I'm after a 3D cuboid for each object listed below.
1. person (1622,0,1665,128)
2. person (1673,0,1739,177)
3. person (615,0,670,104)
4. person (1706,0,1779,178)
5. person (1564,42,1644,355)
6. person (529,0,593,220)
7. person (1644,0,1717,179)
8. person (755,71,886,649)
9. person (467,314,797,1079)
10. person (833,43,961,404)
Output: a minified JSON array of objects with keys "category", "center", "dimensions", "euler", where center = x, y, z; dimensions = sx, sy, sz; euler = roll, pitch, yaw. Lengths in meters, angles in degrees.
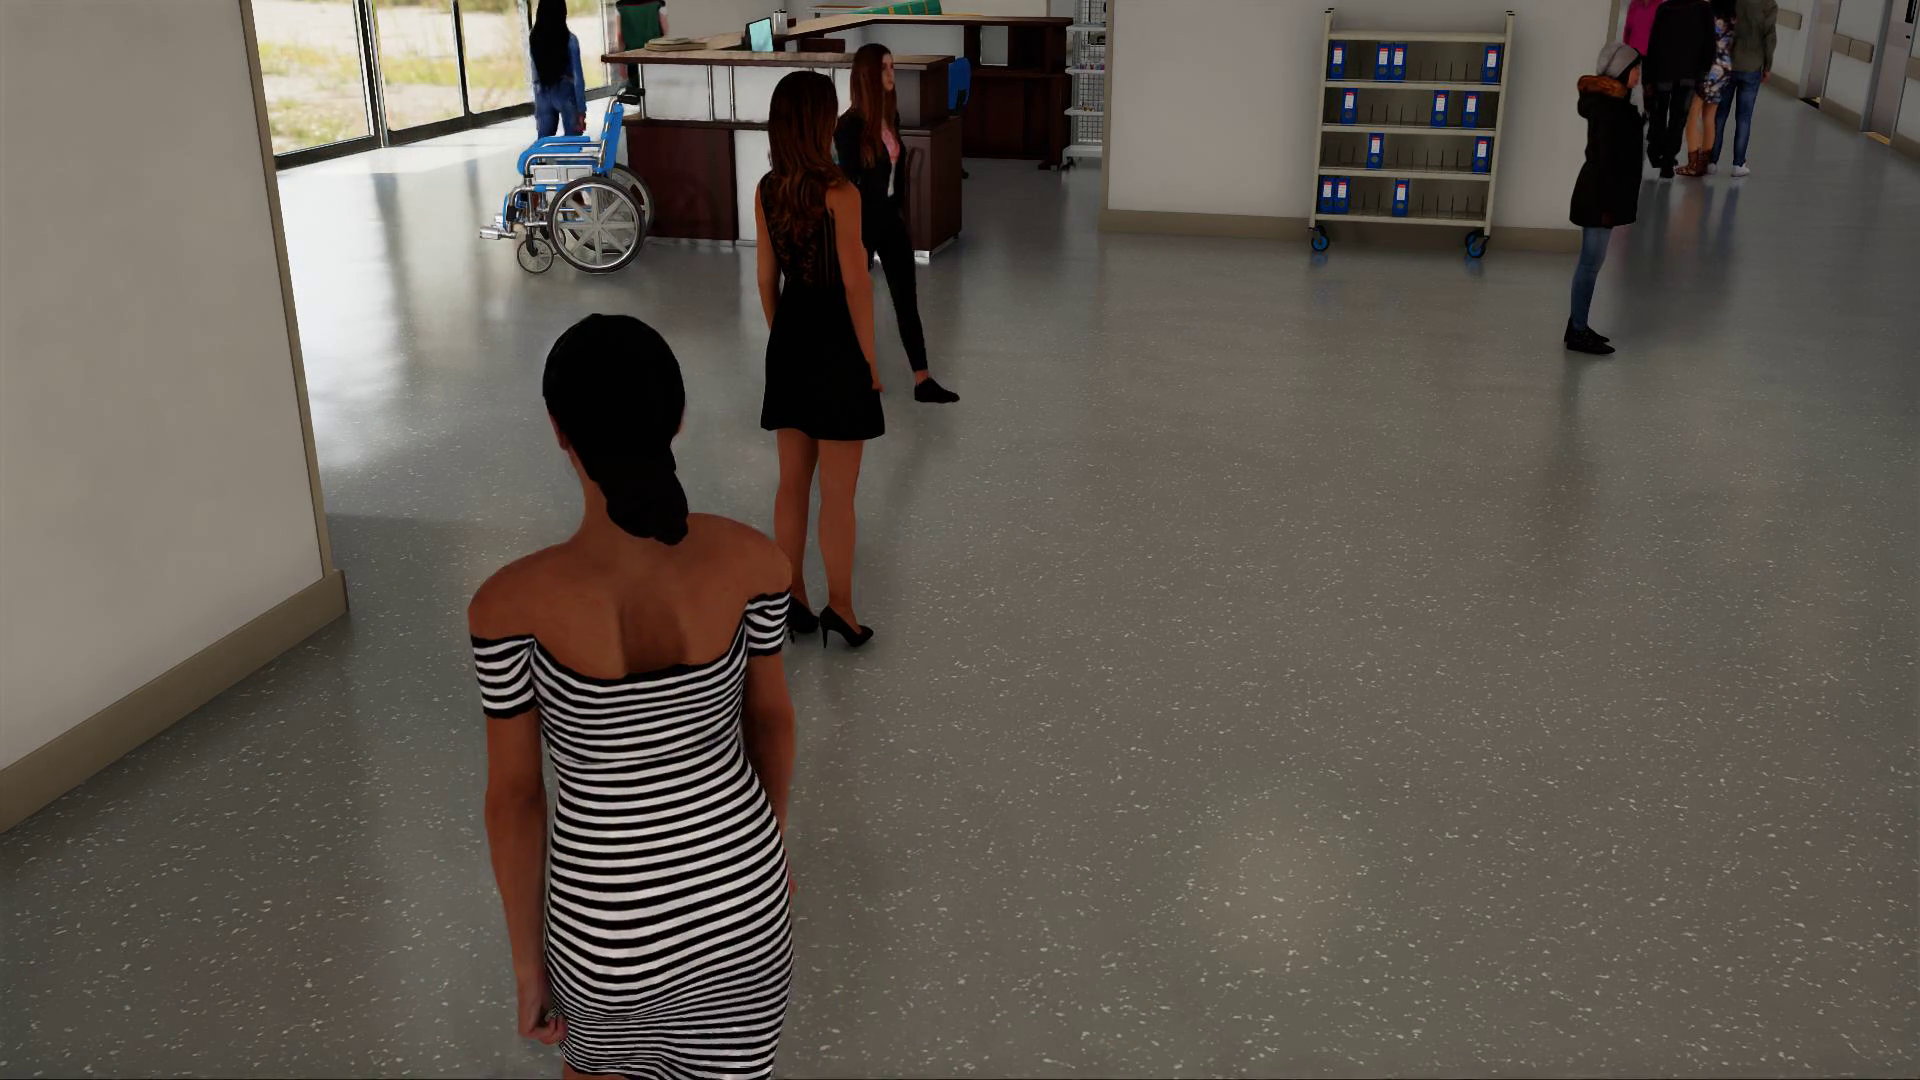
[{"category":"person","center":[7.344,-5.214,17.859],"dimensions":[1.159,1.656,0.888],"euler":[14,25,33]},{"category":"person","center":[6.757,-4.150,14.934],"dimensions":[0.697,1.738,0.756],"euler":[-12,24,-29]},{"category":"person","center":[-2.892,-4.343,15.341],"dimensions":[1.108,1.811,0.779],"euler":[3,21,8]},{"category":"person","center":[7.009,-4.234,14.972],"dimensions":[0.644,1.868,0.828],"euler":[13,24,30]},{"category":"person","center":[3.476,-1.850,9.008],"dimensions":[0.613,1.634,0.631],"euler":[7,22,17]},{"category":"person","center":[-3.096,-3.262,12.647],"dimensions":[0.916,1.697,0.668],"euler":[5,21,14]},{"category":"person","center":[6.330,-4.088,14.703],"dimensions":[1.139,1.784,0.884],"euler":[9,23,23]},{"category":"person","center":[-0.454,-0.530,5.238],"dimensions":[0.560,1.835,0.699],"euler":[13,24,30]},{"category":"person","center":[-0.378,0.611,2.267],"dimensions":[0.734,1.807,0.800],"euler":[-6,22,-16]},{"category":"person","center":[-0.509,-1.468,7.953],"dimensions":[1.246,1.667,0.938],"euler":[15,26,35]}]
